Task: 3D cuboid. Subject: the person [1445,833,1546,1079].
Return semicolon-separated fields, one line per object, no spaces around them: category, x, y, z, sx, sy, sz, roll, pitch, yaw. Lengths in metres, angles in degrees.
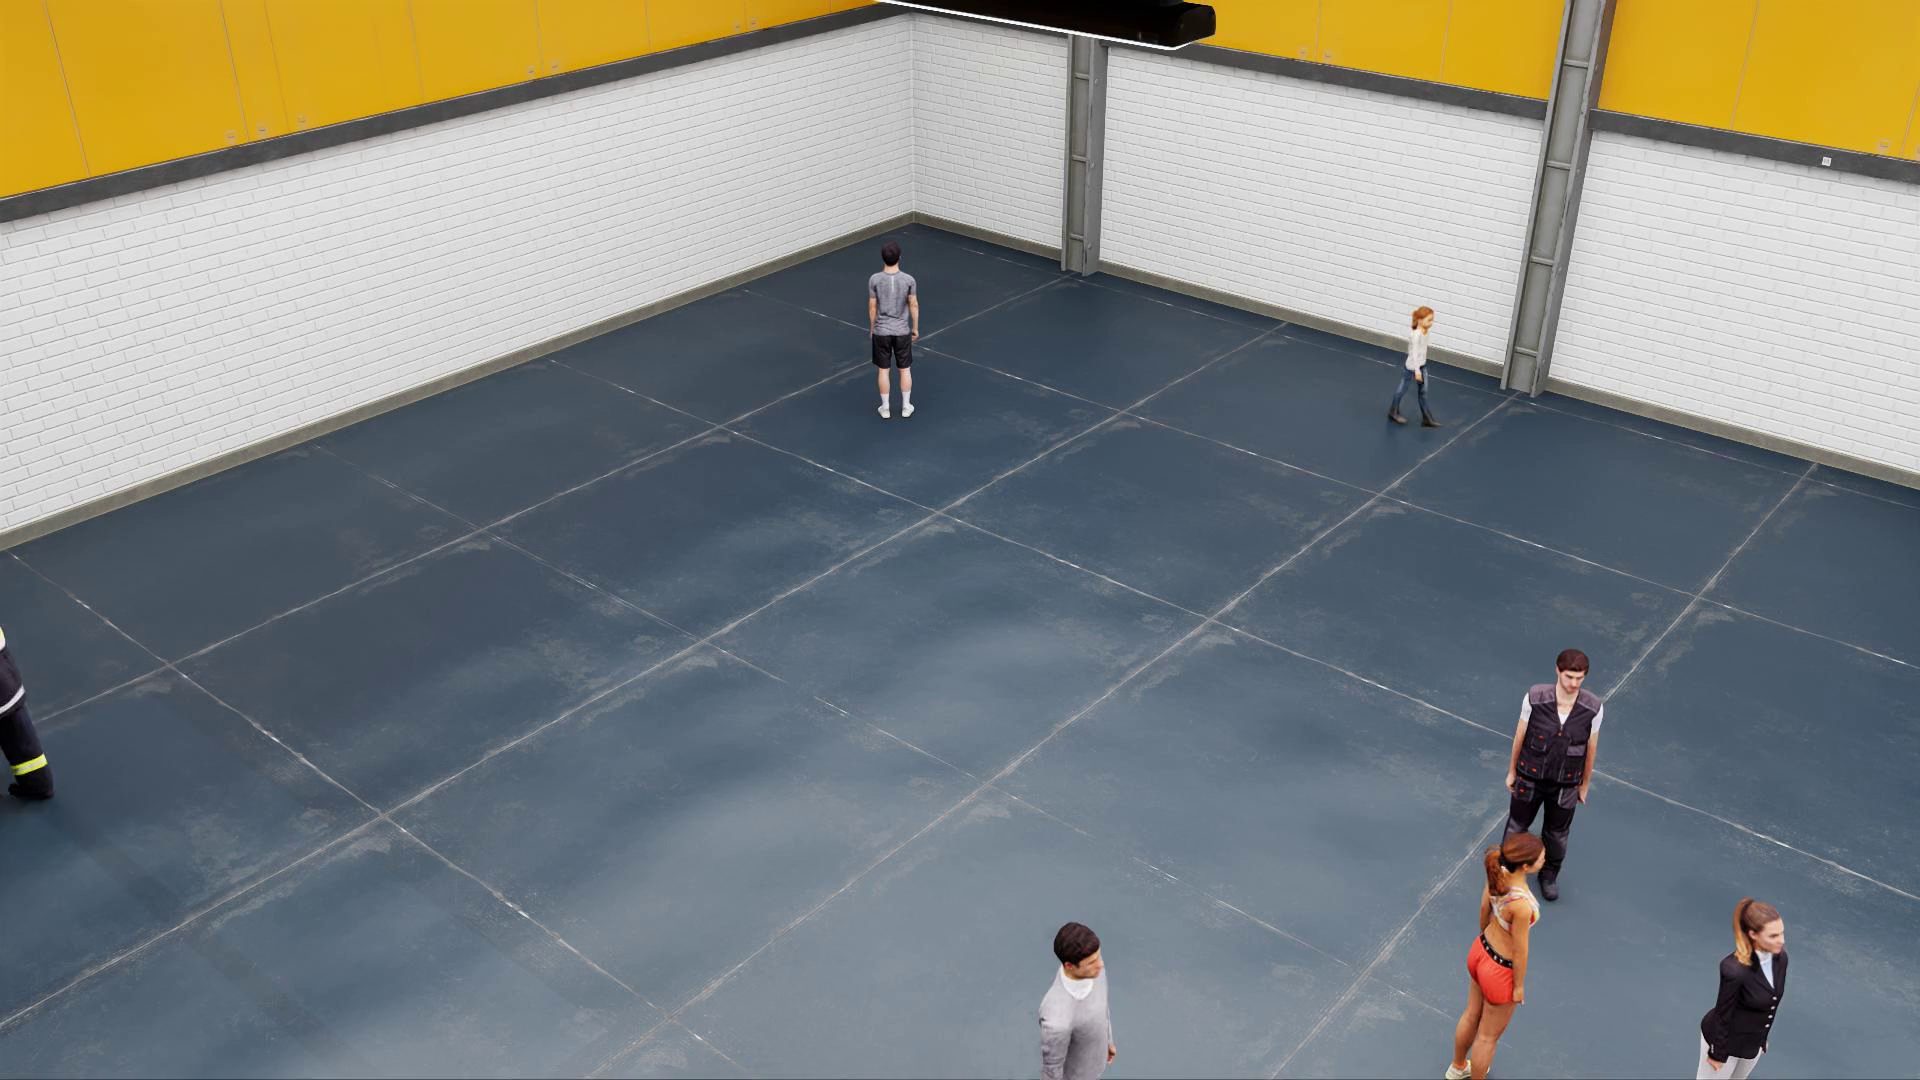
person;2.908;2.315;9.020;0.734;1.790;0.664;-4;29;-8

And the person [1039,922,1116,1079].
person;0.483;2.625;8.323;1.326;1.913;1.032;9;30;16

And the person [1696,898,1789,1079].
person;3.994;2.586;8.588;0.647;1.728;0.677;-13;31;-23

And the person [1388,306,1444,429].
person;4.600;-1.779;17.044;0.527;1.294;0.849;-23;36;-36

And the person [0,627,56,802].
person;-6.580;0.971;11.310;1.061;1.958;0.998;2;29;3

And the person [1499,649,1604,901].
person;3.720;1.473;10.508;0.674;1.843;0.799;8;30;15

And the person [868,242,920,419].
person;-0.700;-2.157;17.134;0.715;1.871;0.784;-1;29;-3
